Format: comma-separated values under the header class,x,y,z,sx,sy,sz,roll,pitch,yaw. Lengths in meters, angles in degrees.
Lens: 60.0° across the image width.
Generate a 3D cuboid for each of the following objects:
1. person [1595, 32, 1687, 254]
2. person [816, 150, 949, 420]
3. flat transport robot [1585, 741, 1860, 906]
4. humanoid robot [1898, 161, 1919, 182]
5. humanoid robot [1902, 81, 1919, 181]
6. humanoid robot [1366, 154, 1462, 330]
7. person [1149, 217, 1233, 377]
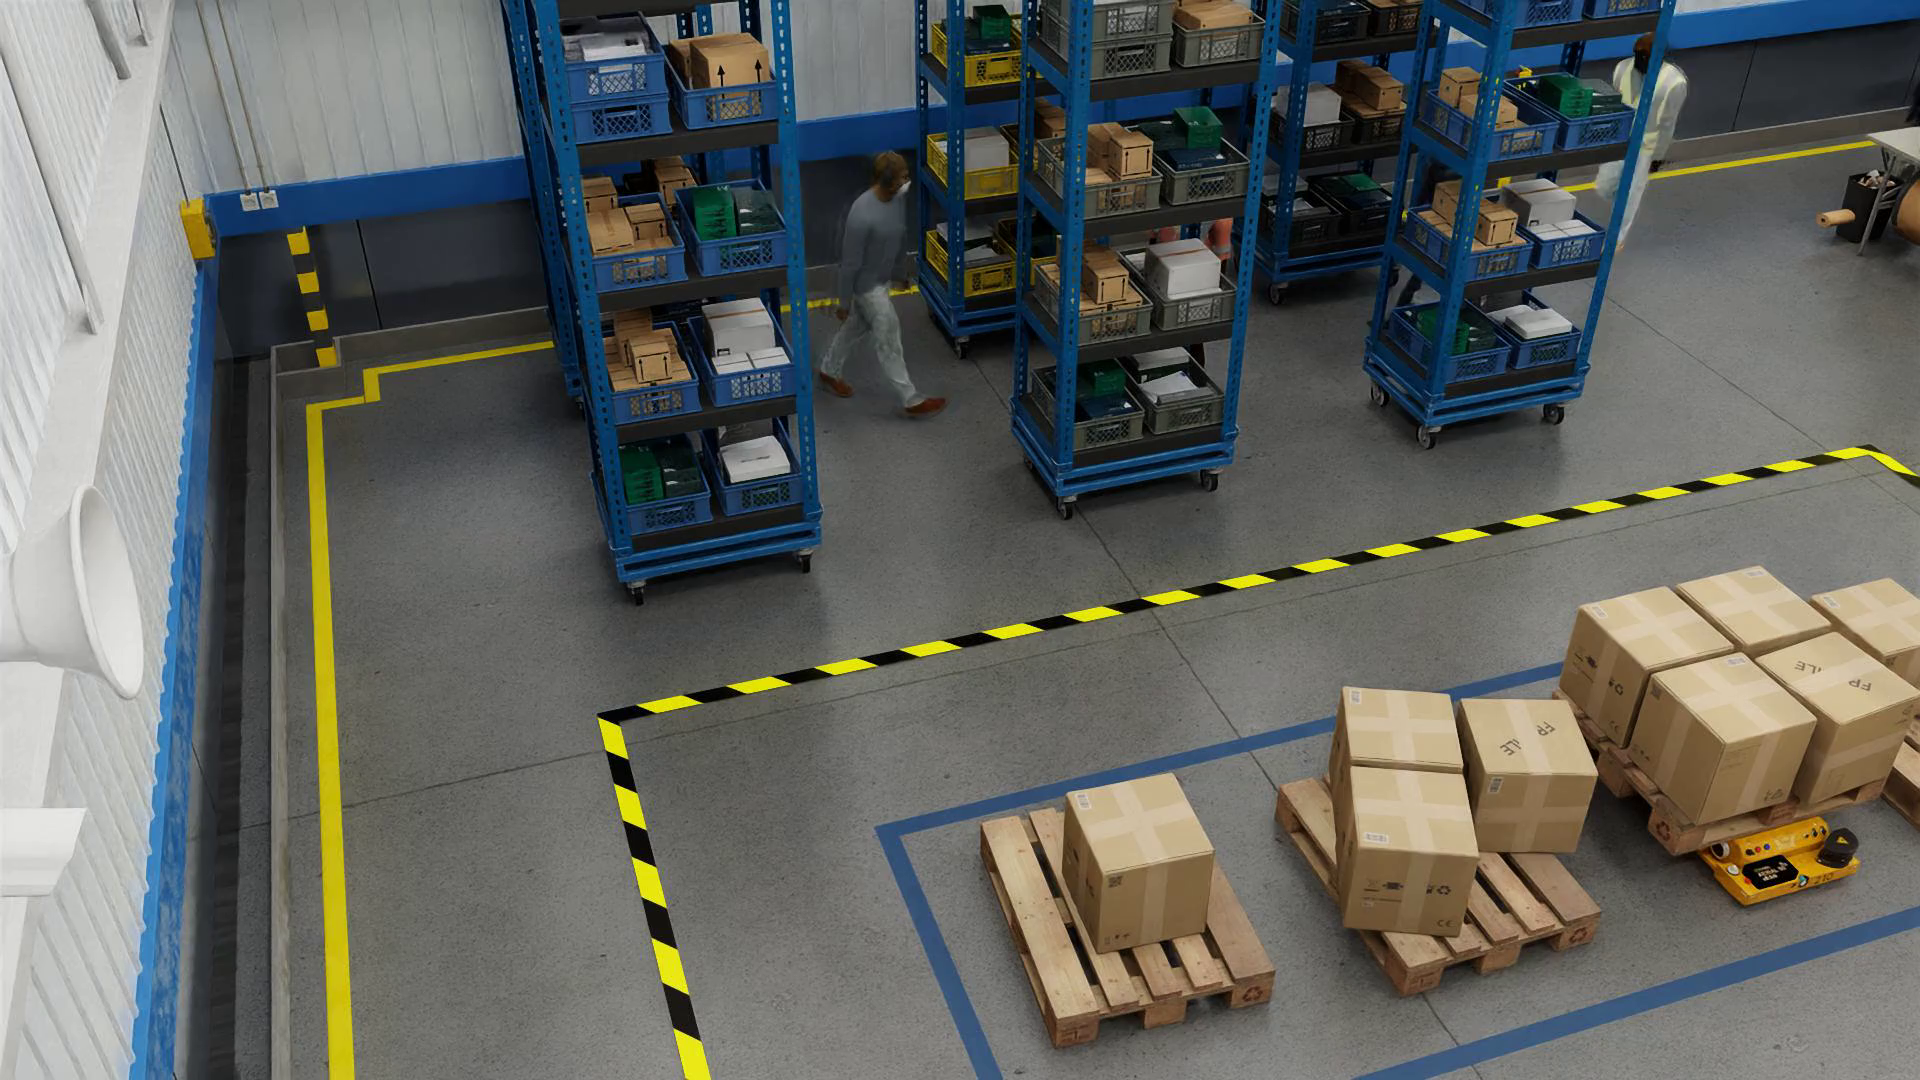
class,x,y,z,sx,sy,sz,roll,pitch,yaw
person,5.355,-3.149,13.186,0.515,1.816,0.633,-25,42,-31
person,-0.589,-1.704,11.078,1.042,1.880,0.666,12,37,16
flat transport robot,3.738,1.188,8.347,0.652,0.197,1.431,-11,37,-15
humanoid robot,8.103,-3.444,13.741,0.825,1.847,0.548,18,39,24
humanoid robot,8.197,-3.590,13.933,0.392,1.641,0.611,-3,35,-4
humanoid robot,3.433,-2.279,12.105,0.790,1.619,0.610,-3,35,-4
person,1.463,-1.681,10.974,0.601,1.958,0.368,26,43,32
